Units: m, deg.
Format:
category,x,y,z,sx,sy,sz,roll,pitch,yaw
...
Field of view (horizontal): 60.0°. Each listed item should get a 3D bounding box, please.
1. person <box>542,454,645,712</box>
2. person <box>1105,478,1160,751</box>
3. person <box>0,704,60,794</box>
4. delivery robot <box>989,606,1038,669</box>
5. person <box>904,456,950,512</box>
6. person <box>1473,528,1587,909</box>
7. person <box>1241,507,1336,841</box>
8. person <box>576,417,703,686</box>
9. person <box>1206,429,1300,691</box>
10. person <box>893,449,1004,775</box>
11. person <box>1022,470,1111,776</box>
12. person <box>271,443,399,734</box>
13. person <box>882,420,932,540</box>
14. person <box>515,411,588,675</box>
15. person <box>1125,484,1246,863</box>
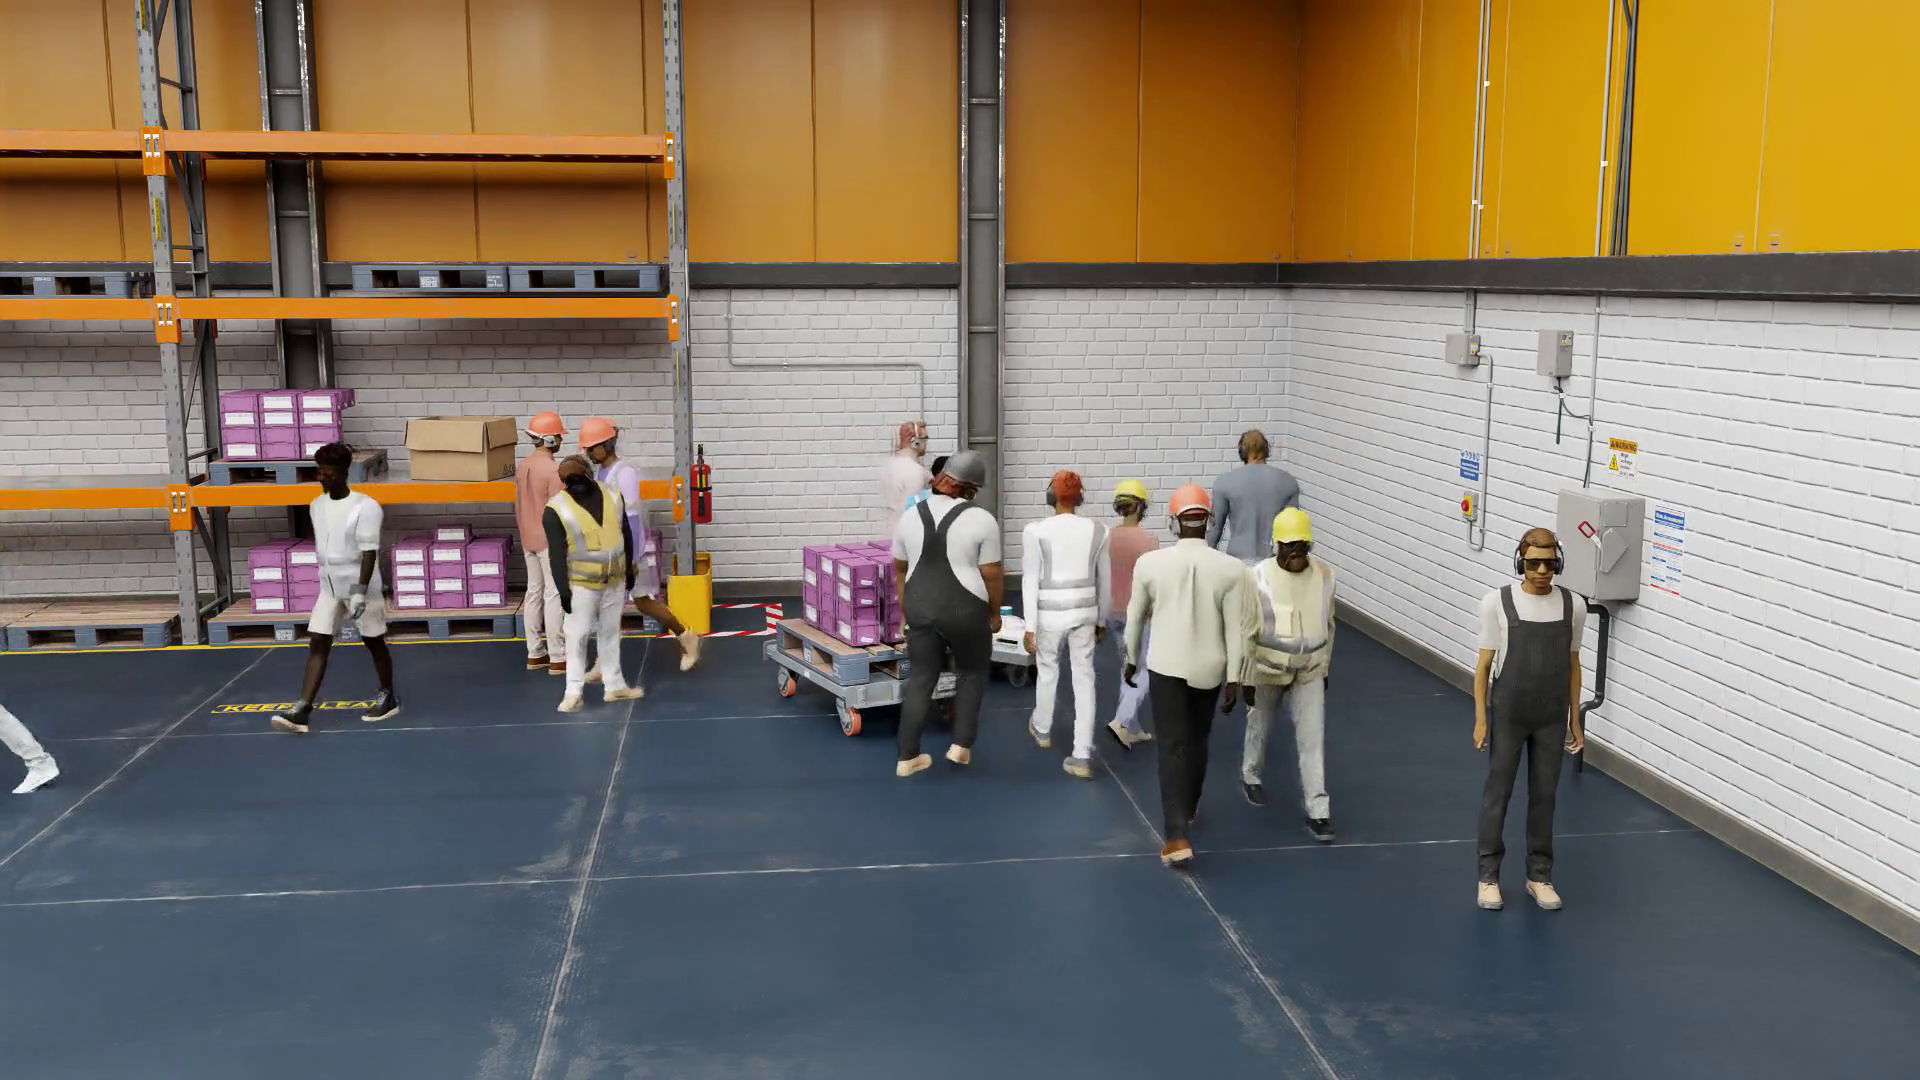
category,x,y,z,sx,sy,sz,roll,pitch,yaw
person,-2.518,0.289,11.590,0.736,1.808,0.433,-9,13,-43
person,1.060,0.486,10.588,0.474,1.734,0.570,-7,11,-37
person,-5.688,0.671,9.519,0.868,1.695,0.509,-3,10,-17
delivery robot,0.340,0.737,12.354,0.707,0.478,0.477,6,11,34
person,-0.209,0.143,12.927,0.577,1.646,0.856,-1,9,-8
person,2.711,0.850,7.925,0.519,1.843,0.330,0,9,0
person,1.789,0.689,9.152,0.593,1.777,0.963,-1,9,-9
person,-2.413,0.067,12.368,0.970,1.991,0.683,-6,11,-34
person,2.112,0.139,12.197,0.634,1.895,0.866,-1,9,-9
person,-0.071,0.412,10.048,0.705,2.000,0.599,5,10,27
person,0.653,0.480,10.300,0.590,1.817,1.036,-2,9,-10
person,-4.114,0.325,10.969,0.618,1.910,1.014,4,10,22
person,-0.452,-0.012,13.189,0.747,1.886,0.658,-3,10,-21
person,-3.129,0.019,12.640,0.610,1.996,0.386,9,13,44
person,1.183,0.682,8.754,0.618,1.936,1.065,1,9,4
